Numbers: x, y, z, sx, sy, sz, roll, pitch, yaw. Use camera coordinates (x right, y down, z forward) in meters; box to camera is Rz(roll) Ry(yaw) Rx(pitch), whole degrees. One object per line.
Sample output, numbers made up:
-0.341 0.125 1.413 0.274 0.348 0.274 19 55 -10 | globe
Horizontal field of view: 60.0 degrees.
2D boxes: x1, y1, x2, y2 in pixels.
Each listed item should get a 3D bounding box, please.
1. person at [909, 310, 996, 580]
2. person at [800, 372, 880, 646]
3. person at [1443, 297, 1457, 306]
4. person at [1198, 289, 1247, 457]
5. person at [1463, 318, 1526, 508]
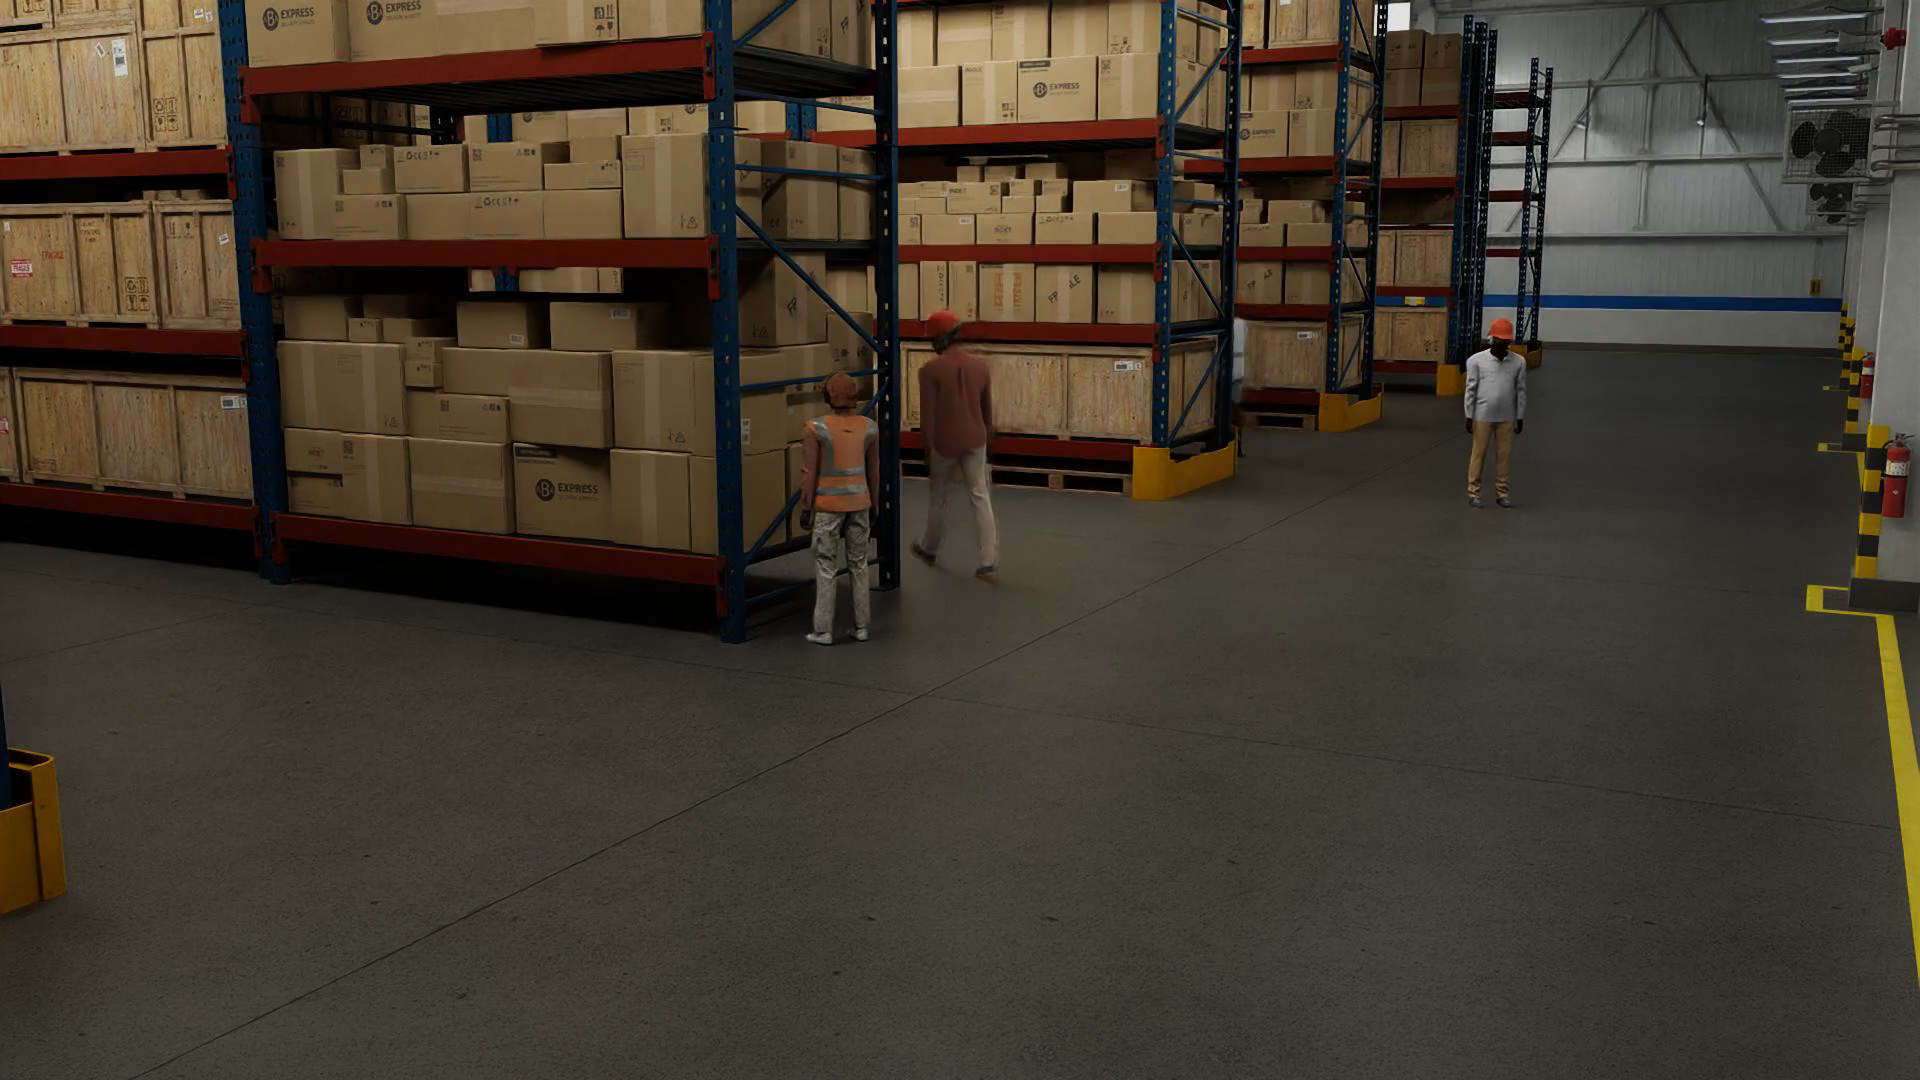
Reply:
-0.035 -0.693 12.042 0.648 1.917 1.070 -5 11 -25 | person
-0.706 -0.182 9.919 0.525 1.632 0.313 -6 11 -31 | person
11.030 -4.979 37.462 0.496 1.713 0.468 -6 11 -30 | person
3.024 -1.905 19.080 0.571 1.916 0.628 -7 12 -36 | person
4.891 -1.151 15.193 0.568 1.744 0.351 0 10 -1 | person
